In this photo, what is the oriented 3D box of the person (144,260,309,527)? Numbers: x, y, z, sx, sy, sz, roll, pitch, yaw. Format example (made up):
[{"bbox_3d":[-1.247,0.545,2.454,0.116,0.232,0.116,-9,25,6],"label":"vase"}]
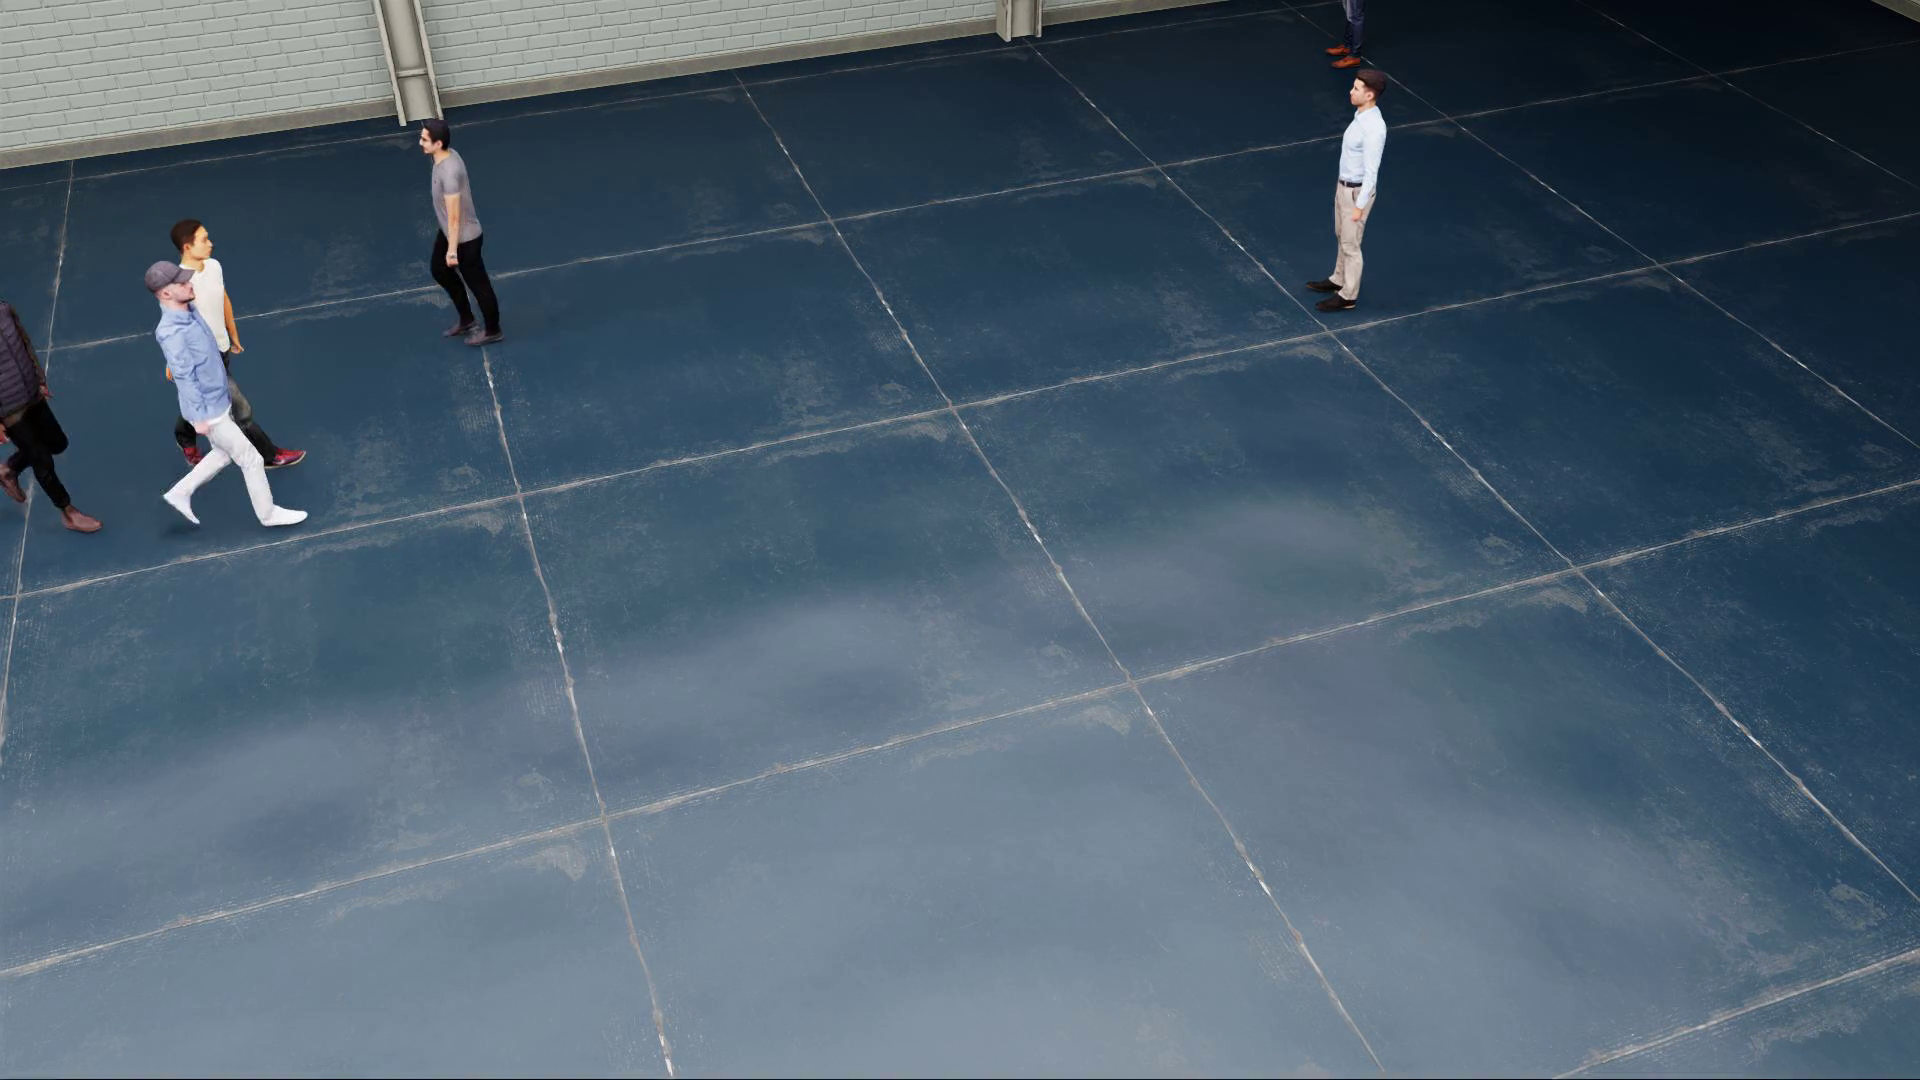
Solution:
[{"bbox_3d":[-4.598,-0.824,10.001,1.066,1.865,0.721,-9,39,-11],"label":"person"}]

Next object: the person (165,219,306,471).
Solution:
[{"bbox_3d":[-4.869,-1.174,10.548,1.239,1.743,1.005,8,39,9],"label":"person"}]

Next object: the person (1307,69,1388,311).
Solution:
[{"bbox_3d":[2.906,-2.570,12.249,0.698,1.845,0.722,-1,38,-1],"label":"person"}]

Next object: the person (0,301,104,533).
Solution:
[{"bbox_3d":[-5.773,-0.828,10.043,1.126,1.820,0.998,8,39,10],"label":"person"}]

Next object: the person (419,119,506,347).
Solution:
[{"bbox_3d":[-3.481,-2.192,11.848,0.667,1.744,0.672,-16,41,-19],"label":"person"}]

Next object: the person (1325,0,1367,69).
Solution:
[{"bbox_3d":[3.845,-5.499,16.004,0.686,1.831,0.751,0,38,0],"label":"person"}]
